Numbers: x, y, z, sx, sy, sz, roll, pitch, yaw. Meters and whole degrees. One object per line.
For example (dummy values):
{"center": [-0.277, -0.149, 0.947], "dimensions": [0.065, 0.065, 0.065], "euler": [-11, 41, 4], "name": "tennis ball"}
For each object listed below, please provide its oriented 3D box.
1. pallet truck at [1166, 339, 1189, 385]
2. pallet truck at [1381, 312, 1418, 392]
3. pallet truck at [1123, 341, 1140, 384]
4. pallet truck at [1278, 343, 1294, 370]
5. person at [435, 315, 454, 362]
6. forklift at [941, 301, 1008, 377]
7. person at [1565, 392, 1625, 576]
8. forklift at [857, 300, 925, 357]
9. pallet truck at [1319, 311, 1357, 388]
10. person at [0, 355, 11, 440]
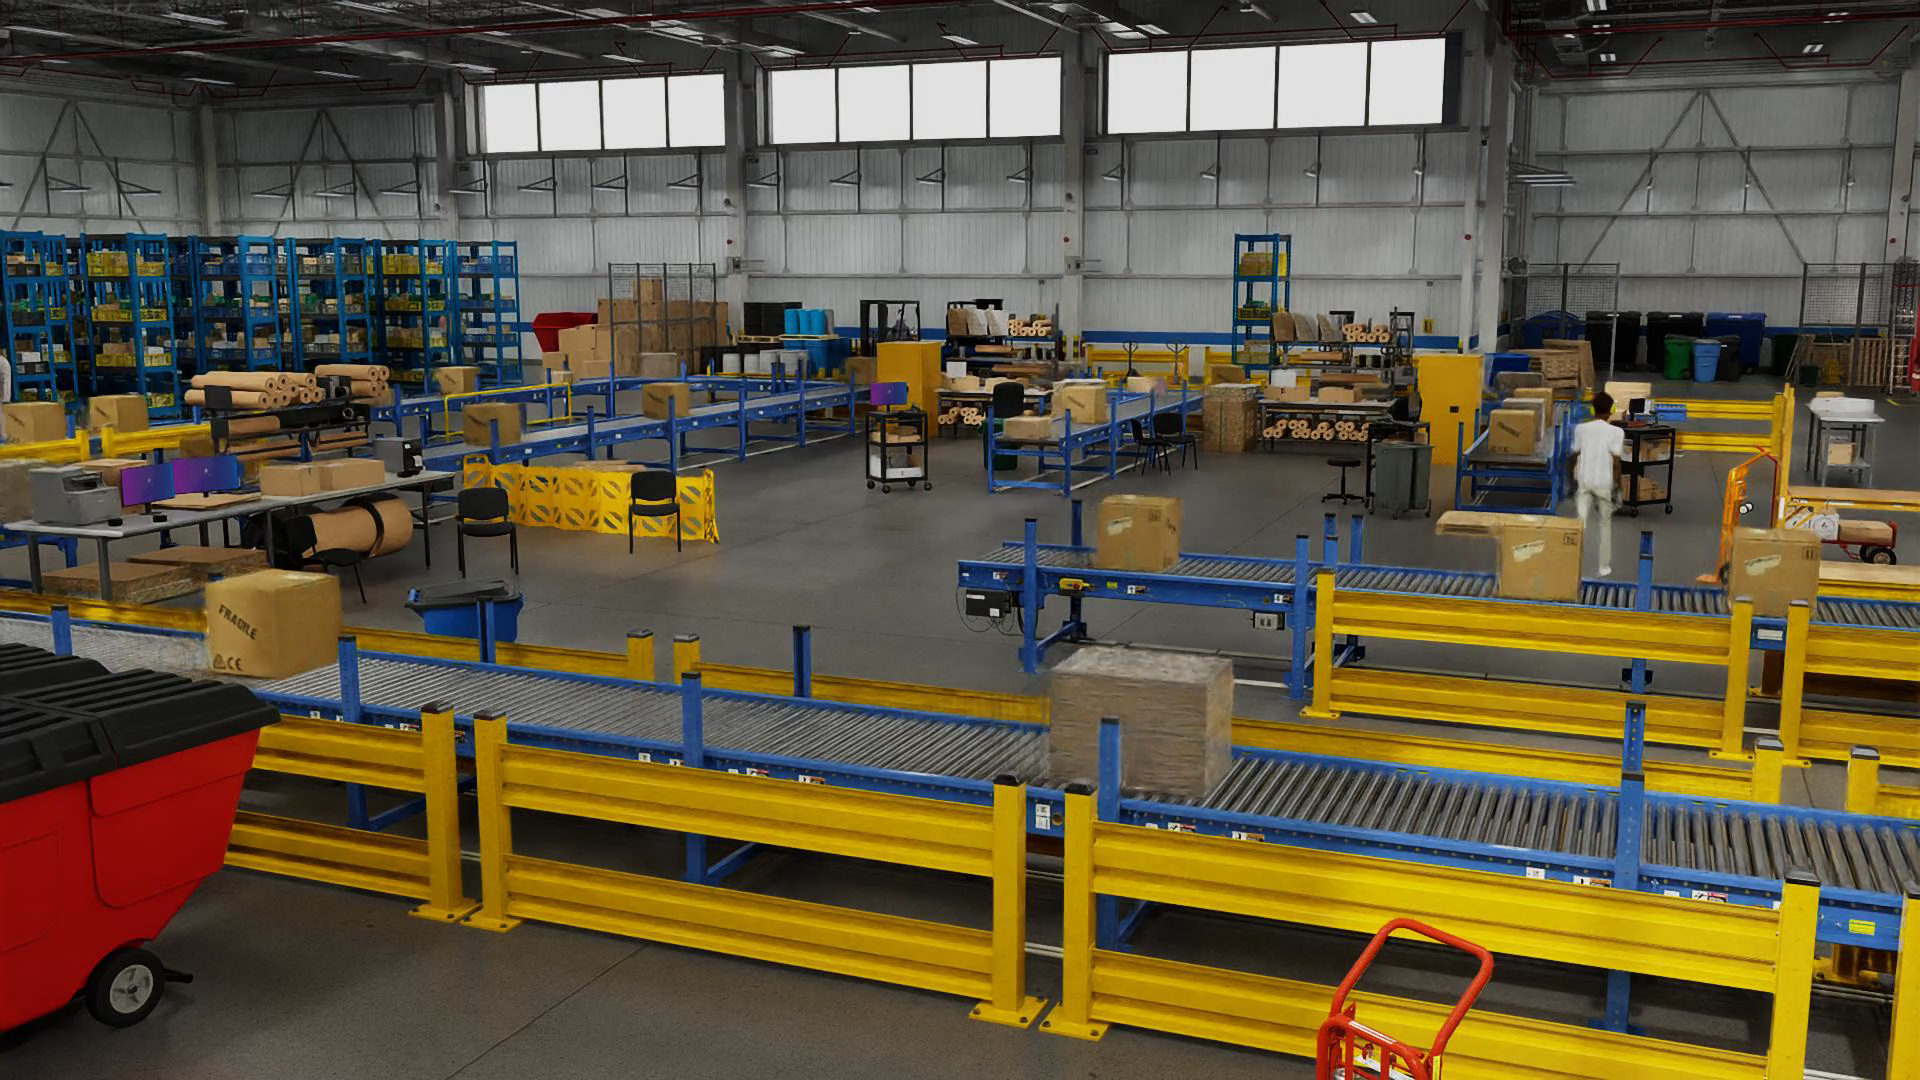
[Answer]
{"center": [5.418, -4.269, 40.420], "dimensions": [0.704, 1.261, 1.522], "euler": [3, 10, 20], "name": "pallet truck"}
{"center": [10.207, -4.283, 38.369], "dimensions": [0.823, 1.965, 1.885], "euler": [3, 10, 20], "name": "pallet truck"}
{"center": [4.445, -4.380, 41.279], "dimensions": [0.680, 1.201, 1.601], "euler": [4, 10, 22], "name": "pallet truck"}
{"center": [7.886, -4.163, 39.743], "dimensions": [0.653, 1.274, 1.630], "euler": [4, 10, 22], "name": "pallet truck"}
{"center": [-14.214, -5.498, 45.929], "dimensions": [1.039, 1.948, 0.621], "euler": [9, 13, 43], "name": "person"}
{"center": [0.365, -4.966, 41.571], "dimensions": [1.157, 1.987, 2.680], "euler": [3, 10, 20], "name": "forklift"}
{"center": [6.114, -0.511, 16.071], "dimensions": [0.578, 1.826, 0.890], "euler": [8, 12, 40], "name": "person"}
{"center": [-1.732, -5.109, 42.468], "dimensions": [1.157, 1.987, 2.680], "euler": [4, 10, 22], "name": "forklift"}
{"center": [9.071, -4.419, 39.190], "dimensions": [0.823, 1.965, 1.885], "euler": [5, 10, 26], "name": "pallet truck"}
{"center": [-15.199, -2.216, 26.122], "dimensions": [0.650, 1.907, 0.409], "euler": [4, 10, 22], "name": "person"}
